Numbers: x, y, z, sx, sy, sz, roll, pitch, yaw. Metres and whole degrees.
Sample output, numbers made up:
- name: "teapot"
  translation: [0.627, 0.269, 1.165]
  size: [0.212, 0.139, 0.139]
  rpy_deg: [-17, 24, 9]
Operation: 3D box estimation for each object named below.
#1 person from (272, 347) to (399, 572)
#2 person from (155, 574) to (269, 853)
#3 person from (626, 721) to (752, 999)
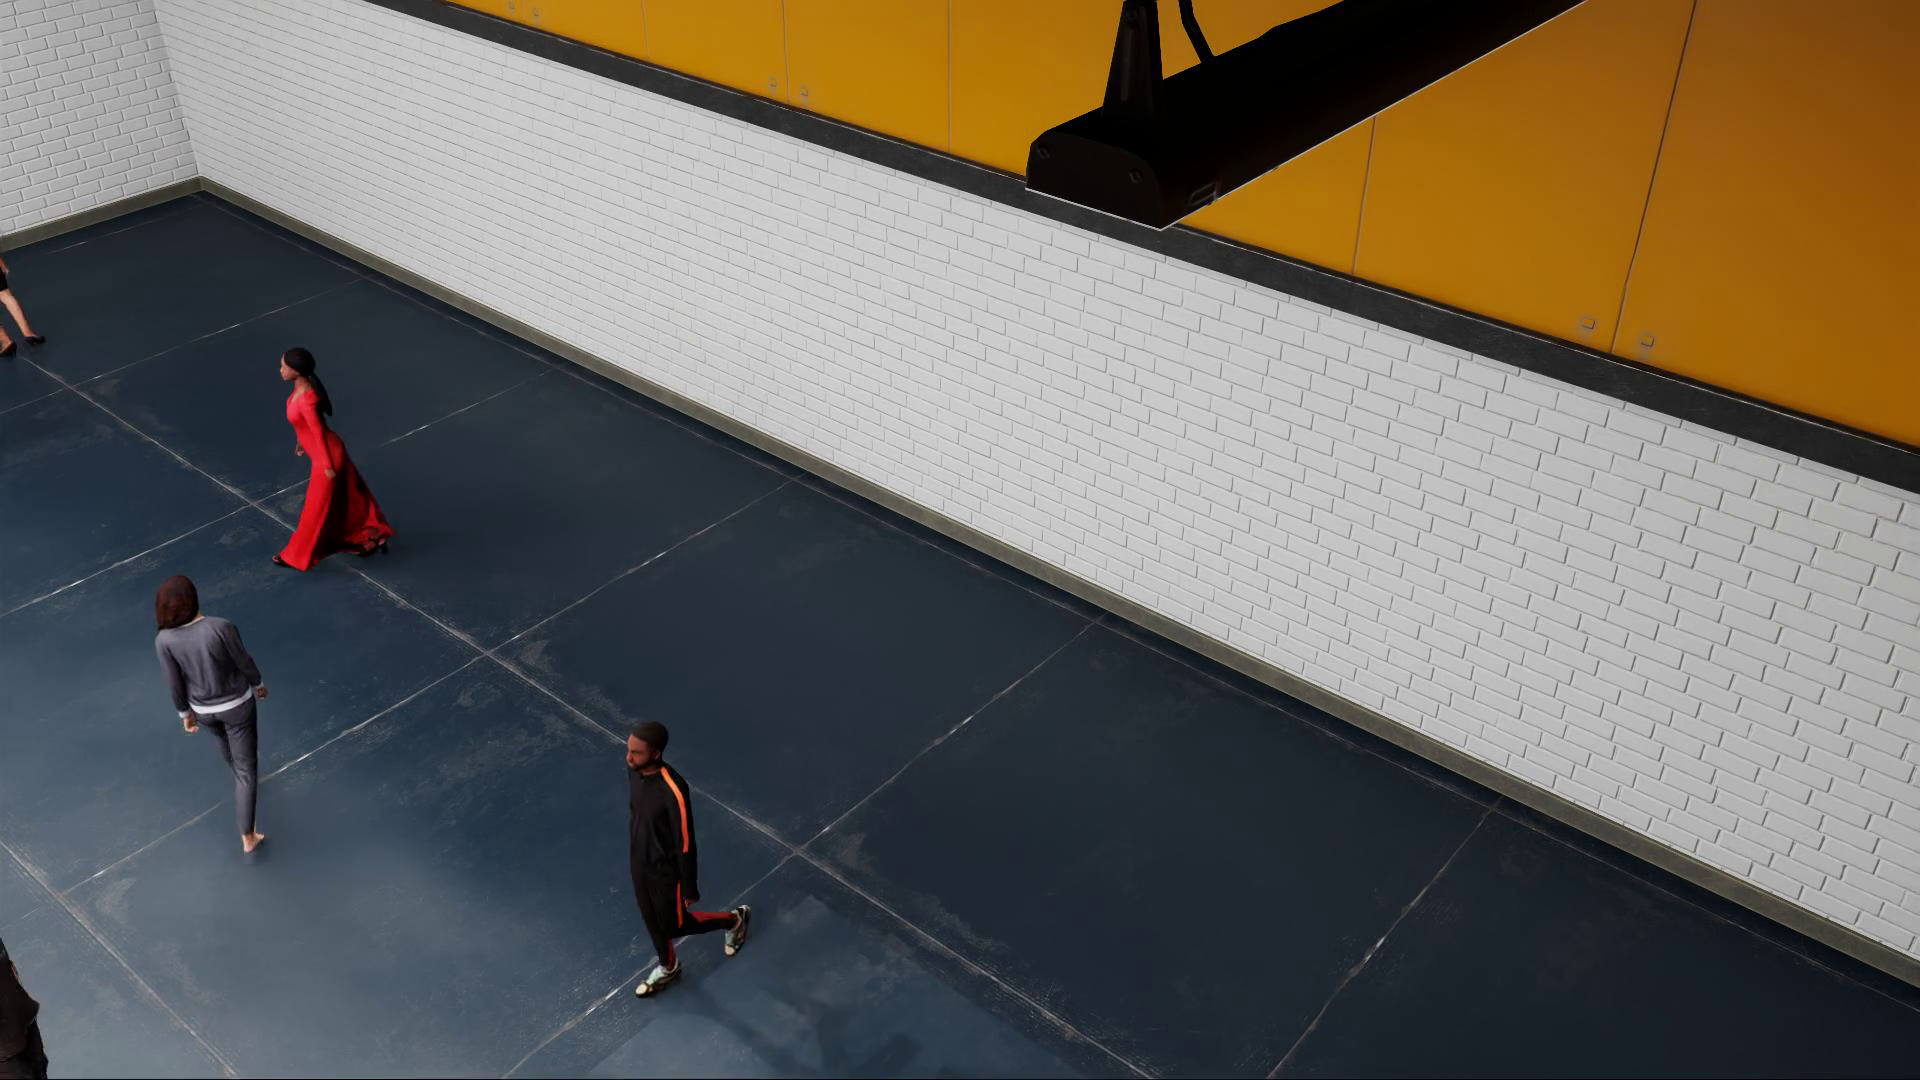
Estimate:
- name: "person"
  translation: [-4.462, -0.579, 11.957]
  size: [1.205, 1.746, 1.003]
  rpy_deg: [-11, 35, -16]
- name: "person"
  translation: [-4.252, 1.007, 9.577]
  size: [1.118, 1.729, 1.152]
  rpy_deg: [-4, 34, -6]
- name: "person"
  translation: [-1.455, 1.623, 8.595]
  size: [0.956, 1.790, 0.710]
  rpy_deg: [-26, 41, -33]
